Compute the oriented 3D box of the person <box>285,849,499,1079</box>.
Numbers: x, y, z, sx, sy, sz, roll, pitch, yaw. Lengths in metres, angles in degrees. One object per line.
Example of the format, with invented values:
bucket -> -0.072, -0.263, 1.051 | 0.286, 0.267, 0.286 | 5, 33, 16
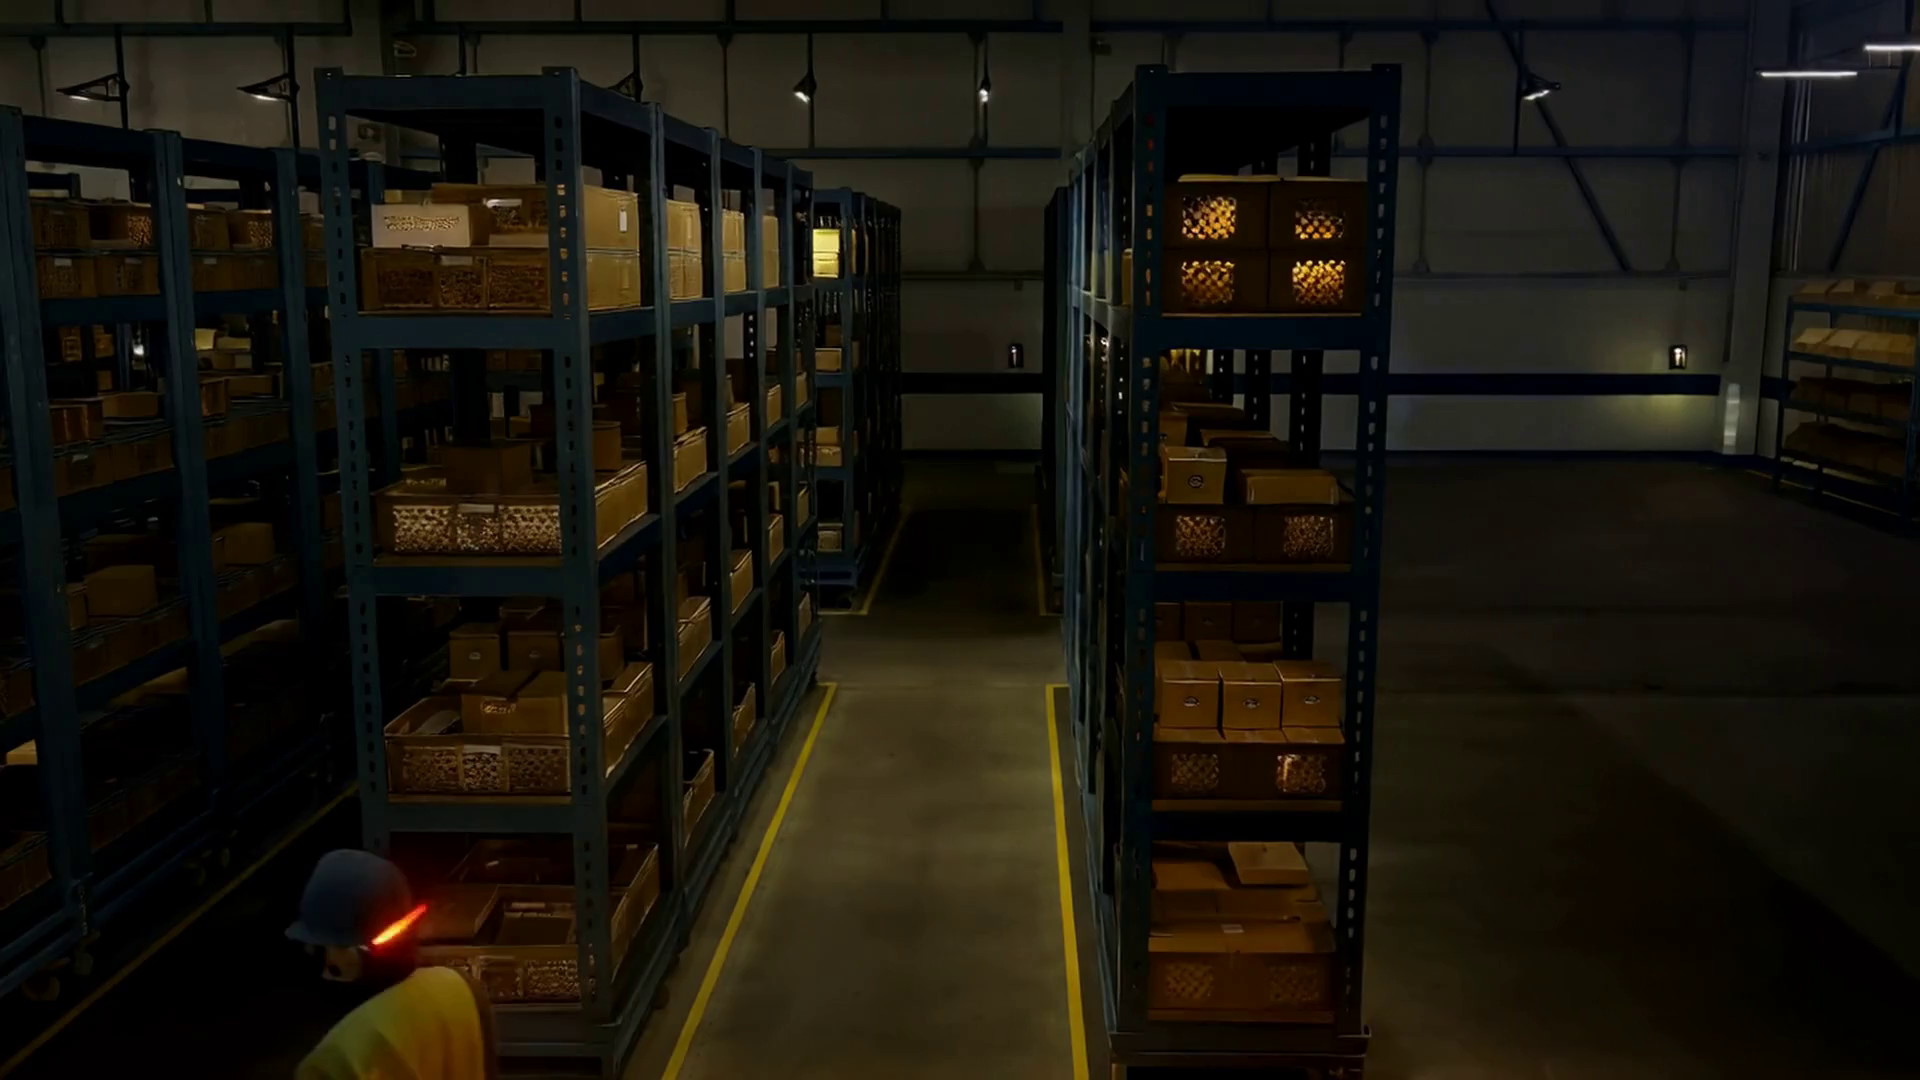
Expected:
person -> -1.209, 1.547, 3.625 | 0.922, 1.784, 0.590 | 2, 10, 9
